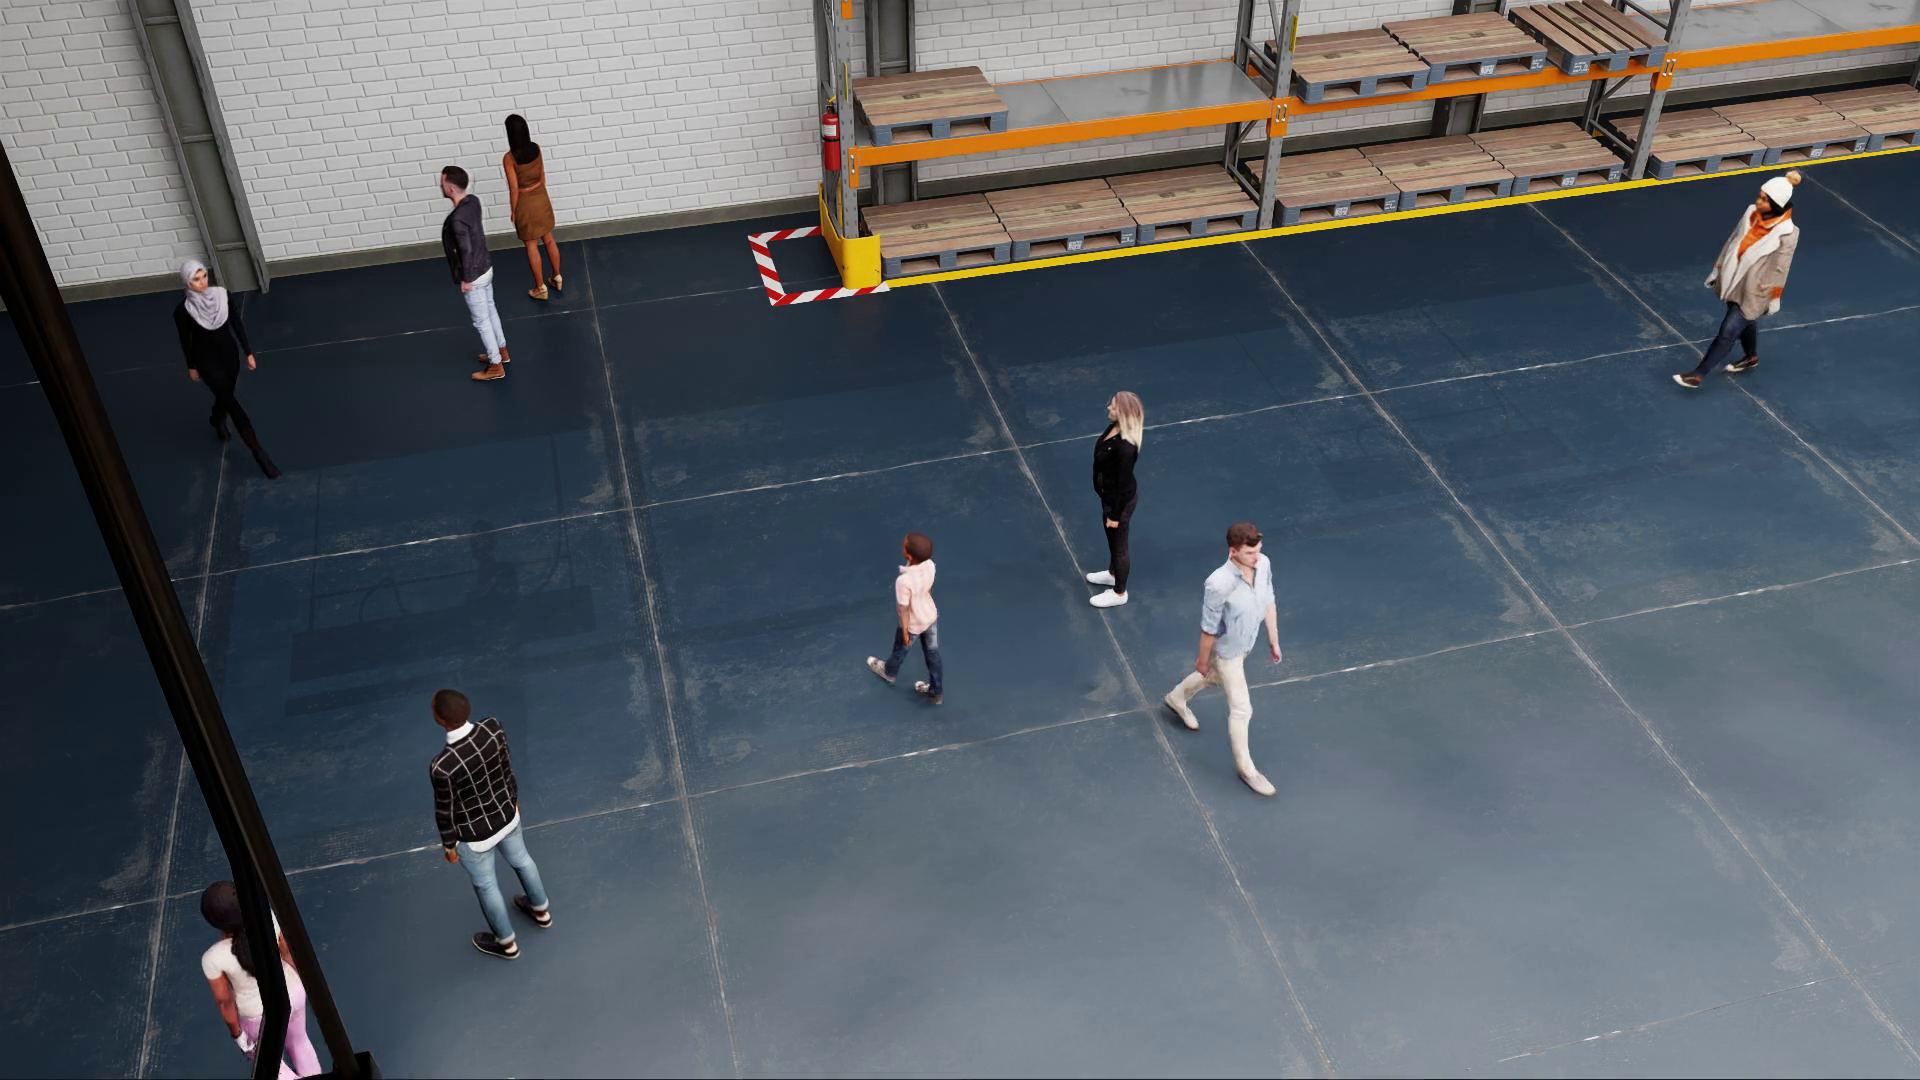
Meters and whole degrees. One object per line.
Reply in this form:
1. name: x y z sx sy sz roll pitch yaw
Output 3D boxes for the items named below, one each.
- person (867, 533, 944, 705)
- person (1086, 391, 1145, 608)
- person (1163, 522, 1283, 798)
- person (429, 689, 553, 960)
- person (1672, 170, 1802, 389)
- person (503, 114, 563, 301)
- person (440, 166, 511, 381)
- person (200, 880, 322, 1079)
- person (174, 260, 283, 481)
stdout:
1. person: -0.219 0.523 10.430 0.822 1.284 0.831 30 47 32
2. person: 1.066 -0.280 11.113 0.621 1.687 0.657 0 39 1
3. person: 1.562 0.582 9.936 1.118 1.808 1.230 31 48 33
4. person: -2.497 1.493 8.789 0.799 1.816 0.722 23 44 26
5. person: 6.357 -2.055 13.210 1.151 1.843 0.727 -11 40 -13
6. person: -3.706 -2.876 14.362 0.705 1.689 0.633 23 44 26
7. person: -3.888 -2.143 13.327 0.639 1.836 0.713 1 39 1
8. person: -3.222 2.261 7.898 0.871 1.728 0.855 28 46 31
9. person: -5.555 -1.323 12.390 1.133 1.723 1.216 28 47 31
